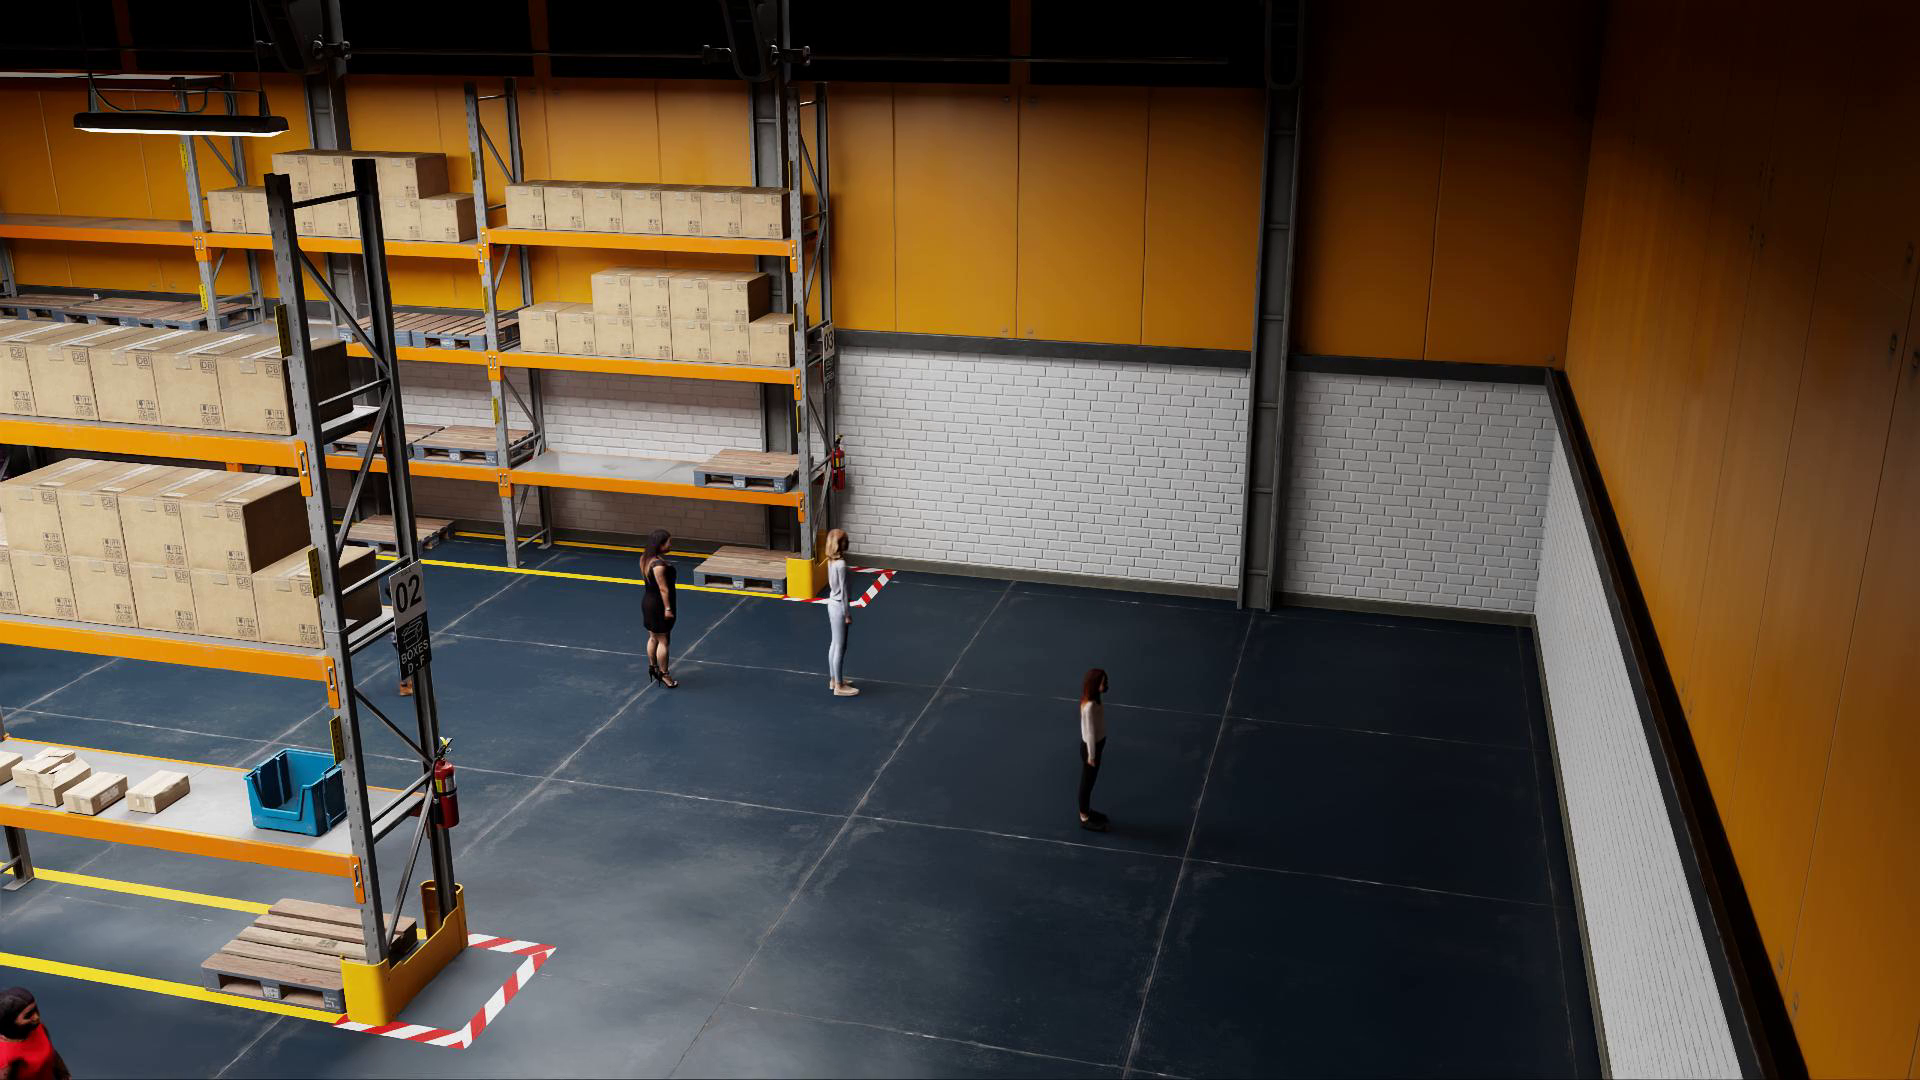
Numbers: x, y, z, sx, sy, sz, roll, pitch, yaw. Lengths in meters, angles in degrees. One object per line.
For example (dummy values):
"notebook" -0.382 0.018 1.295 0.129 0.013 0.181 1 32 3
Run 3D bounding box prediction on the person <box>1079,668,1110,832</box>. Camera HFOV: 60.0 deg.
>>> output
"person" 1.153 1.815 14.582 0.489 1.484 0.545 4 19 11

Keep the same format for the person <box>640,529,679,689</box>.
"person" -3.177 0.715 17.493 0.818 1.710 0.751 -11 22 -31

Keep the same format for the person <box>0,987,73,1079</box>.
"person" -5.431 3.360 9.610 0.739 1.729 0.678 -2 19 -6

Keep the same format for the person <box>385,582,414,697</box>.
"person" -5.814 1.008 17.347 0.619 1.248 0.569 -8 20 -23

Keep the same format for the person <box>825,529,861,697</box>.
"person" -1.252 0.738 17.291 0.679 1.796 0.666 -6 19 -16
